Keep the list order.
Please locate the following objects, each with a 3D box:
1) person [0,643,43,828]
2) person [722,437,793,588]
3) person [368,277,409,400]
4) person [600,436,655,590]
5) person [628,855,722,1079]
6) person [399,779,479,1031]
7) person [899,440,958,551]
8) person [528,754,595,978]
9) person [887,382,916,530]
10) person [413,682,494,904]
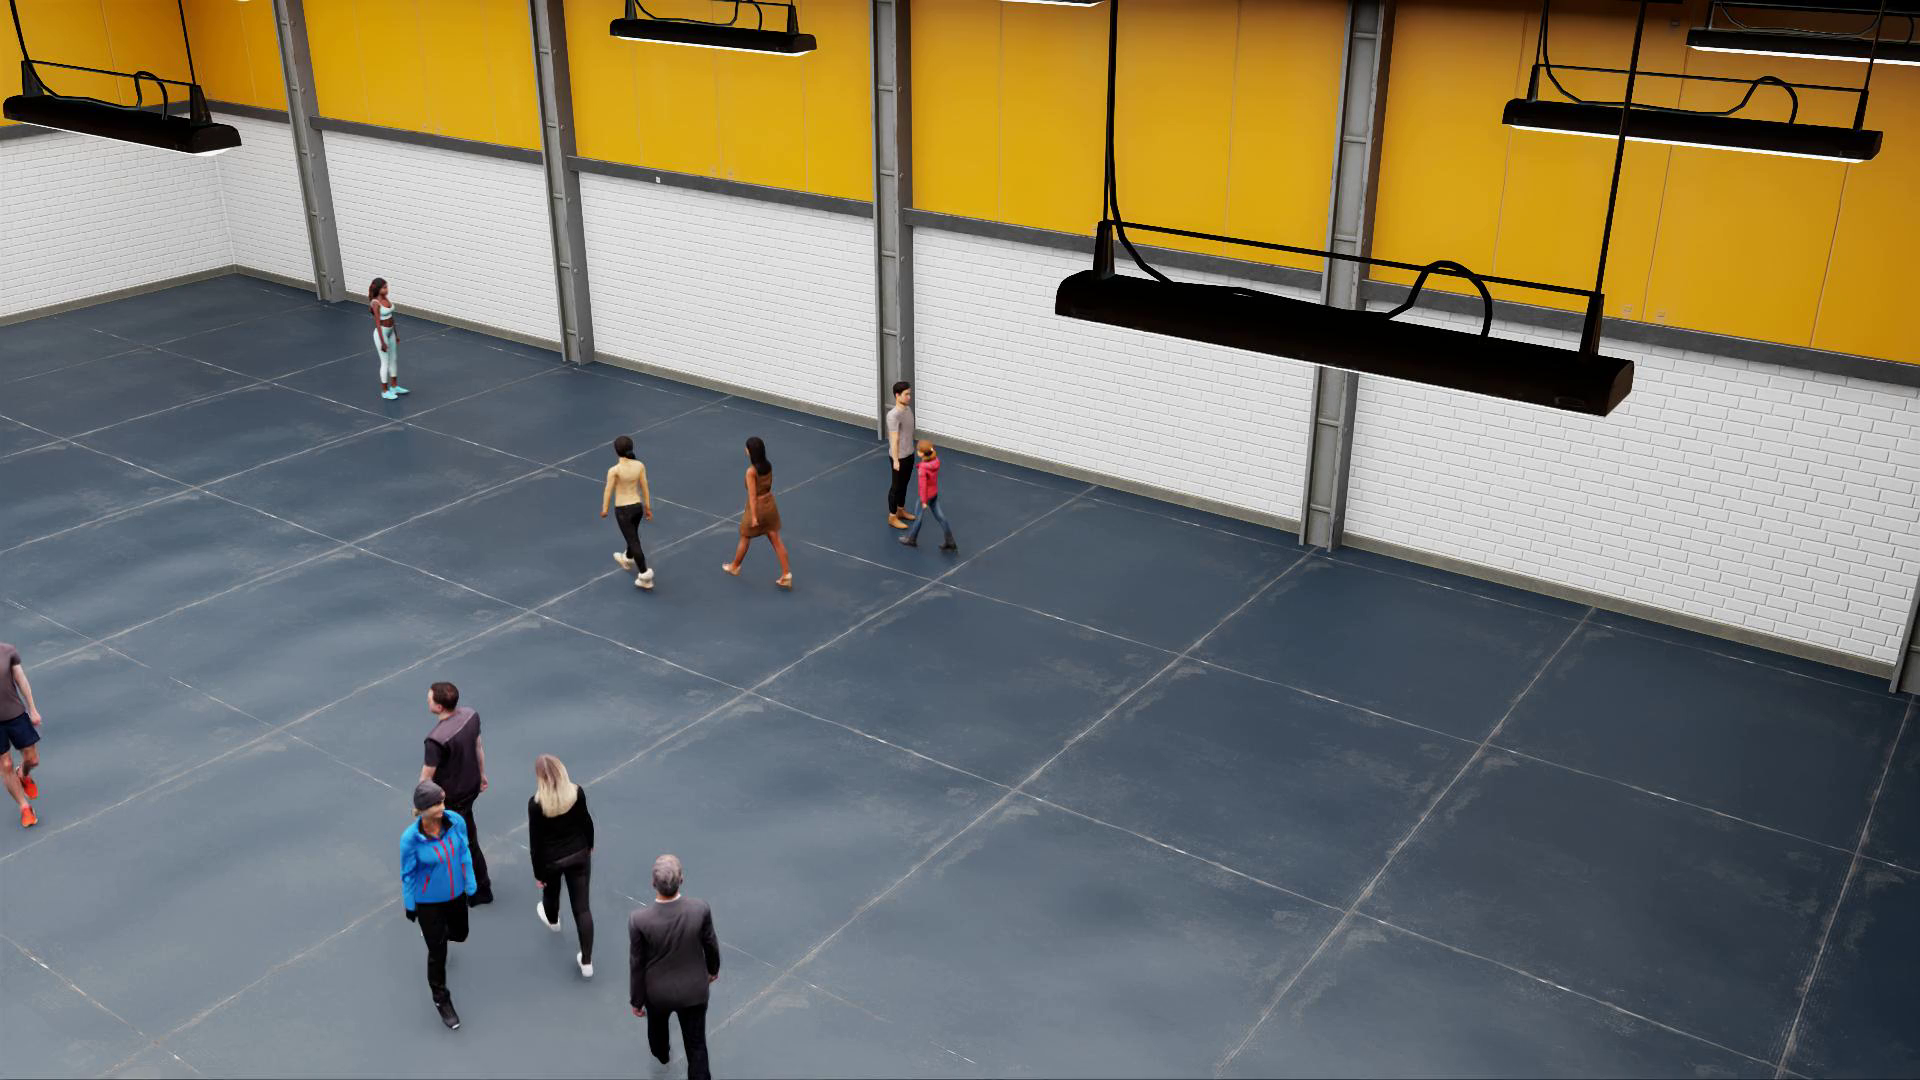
[{"bbox_3d":[-7.715,1.406,13.385,0.825,1.844,0.916,-16,28,-32],"label":"person"},{"bbox_3d":[-2.016,-0.245,17.421,1.104,1.637,0.690,12,26,25],"label":"person"},{"bbox_3d":[-8.026,-2.826,23.224,0.646,1.719,0.645,4,24,9],"label":"person"},{"bbox_3d":[-3.429,-0.259,17.475,0.725,1.620,1.128,-22,32,-40],"label":"person"},{"bbox_3d":[-1.732,2.811,10.236,1.214,1.794,1.323,-6,24,-14],"label":"person"},{"bbox_3d":[-3.532,2.373,11.247,0.785,1.784,1.074,-17,29,-33],"label":"person"},{"bbox_3d":[-0.282,-0.468,18.368,0.912,1.287,0.536,14,27,29],"label":"person"},{"bbox_3d":[-2.730,2.303,11.579,0.944,1.647,1.175,-13,27,-26],"label":"person"},{"bbox_3d":[-0.670,-1.001,19.050,0.588,1.717,0.648,10,25,21],"label":"person"},{"bbox_3d":[-3.645,1.888,12.300,0.873,1.830,0.857,5,24,11],"label":"person"}]
